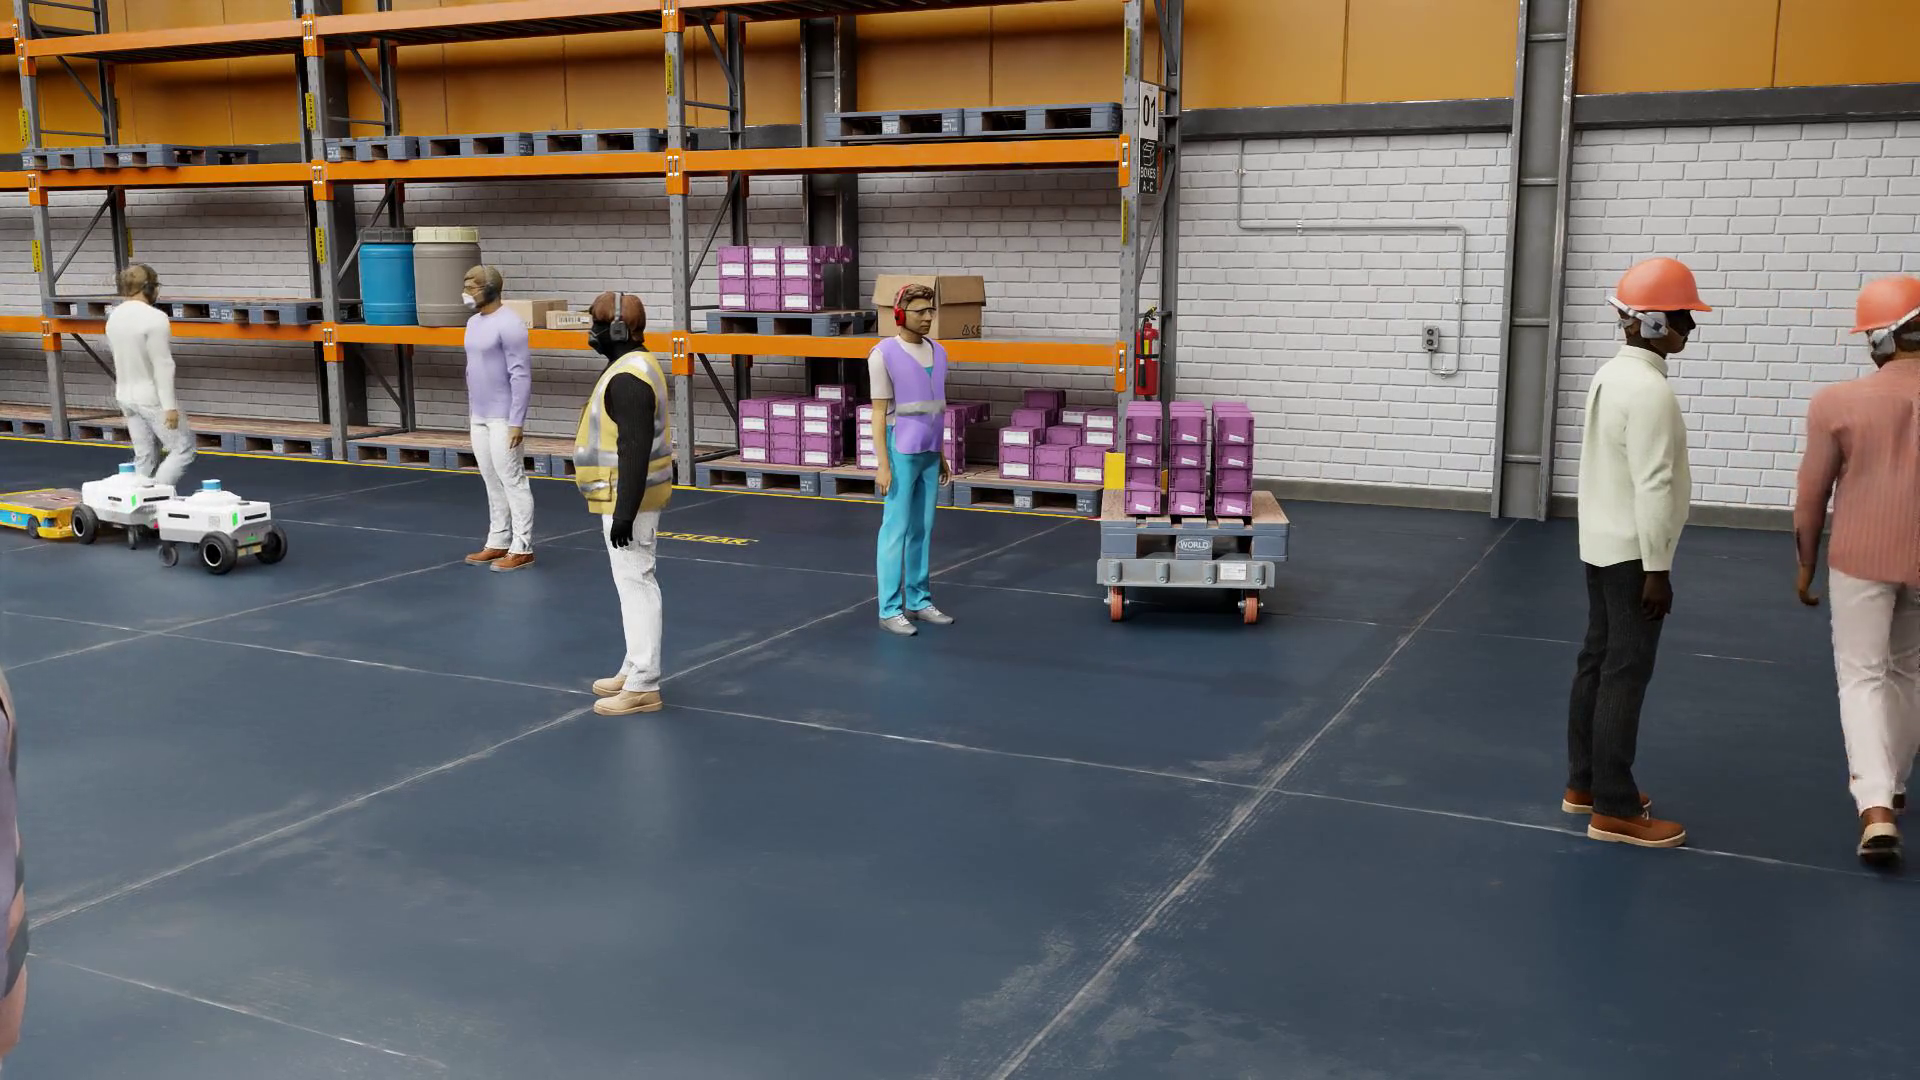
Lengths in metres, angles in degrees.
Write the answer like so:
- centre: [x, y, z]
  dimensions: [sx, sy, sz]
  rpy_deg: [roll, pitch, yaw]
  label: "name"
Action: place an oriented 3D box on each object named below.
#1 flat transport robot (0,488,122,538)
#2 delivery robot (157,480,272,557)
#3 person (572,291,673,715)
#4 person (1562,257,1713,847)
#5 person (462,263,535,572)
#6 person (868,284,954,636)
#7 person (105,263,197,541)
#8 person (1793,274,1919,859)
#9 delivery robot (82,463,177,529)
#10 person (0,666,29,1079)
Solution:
- centre: [-6.571, -0.210, 12.079]
  dimensions: [1.431, 0.197, 0.652]
  rpy_deg: [7, 12, 35]
  label: "flat transport robot"
- centre: [-4.753, -0.140, 10.598]
  dimensions: [0.707, 0.478, 0.477]
  rpy_deg: [4, 11, 23]
  label: "delivery robot"
- centre: [-1.475, -0.162, 7.311]
  dimensions: [0.429, 1.844, 0.625]
  rpy_deg: [-2, 10, -11]
  label: "person"
- centre: [2.317, 0.039, 5.717]
  dimensions: [0.381, 1.994, 0.622]
  rpy_deg: [1, 10, 5]
  label: "person"
- centre: [-2.923, -0.769, 10.510]
  dimensions: [0.355, 1.936, 0.633]
  rpy_deg: [-9, 13, -41]
  label: "person"
- centre: [-0.269, -0.432, 8.839]
  dimensions: [0.376, 1.844, 0.571]
  rpy_deg: [7, 12, 36]
  label: "person"
- centre: [-5.613, -0.946, 11.534]
  dimensions: [0.660, 1.929, 0.419]
  rpy_deg: [6, 12, 32]
  label: "person"
- centre: [3.179, 0.079, 5.634]
  dimensions: [0.627, 1.954, 0.970]
  rpy_deg: [2, 10, 12]
  label: "person"
- centre: [-5.698, -0.283, 11.417]
  dimensions: [0.707, 0.478, 0.477]
  rpy_deg: [7, 12, 35]
  label: "delivery robot"
- centre: [-1.525, 0.713, 2.294]
  dimensions: [0.630, 1.846, 0.429]
  rpy_deg: [8, 13, 39]
  label: "person"
